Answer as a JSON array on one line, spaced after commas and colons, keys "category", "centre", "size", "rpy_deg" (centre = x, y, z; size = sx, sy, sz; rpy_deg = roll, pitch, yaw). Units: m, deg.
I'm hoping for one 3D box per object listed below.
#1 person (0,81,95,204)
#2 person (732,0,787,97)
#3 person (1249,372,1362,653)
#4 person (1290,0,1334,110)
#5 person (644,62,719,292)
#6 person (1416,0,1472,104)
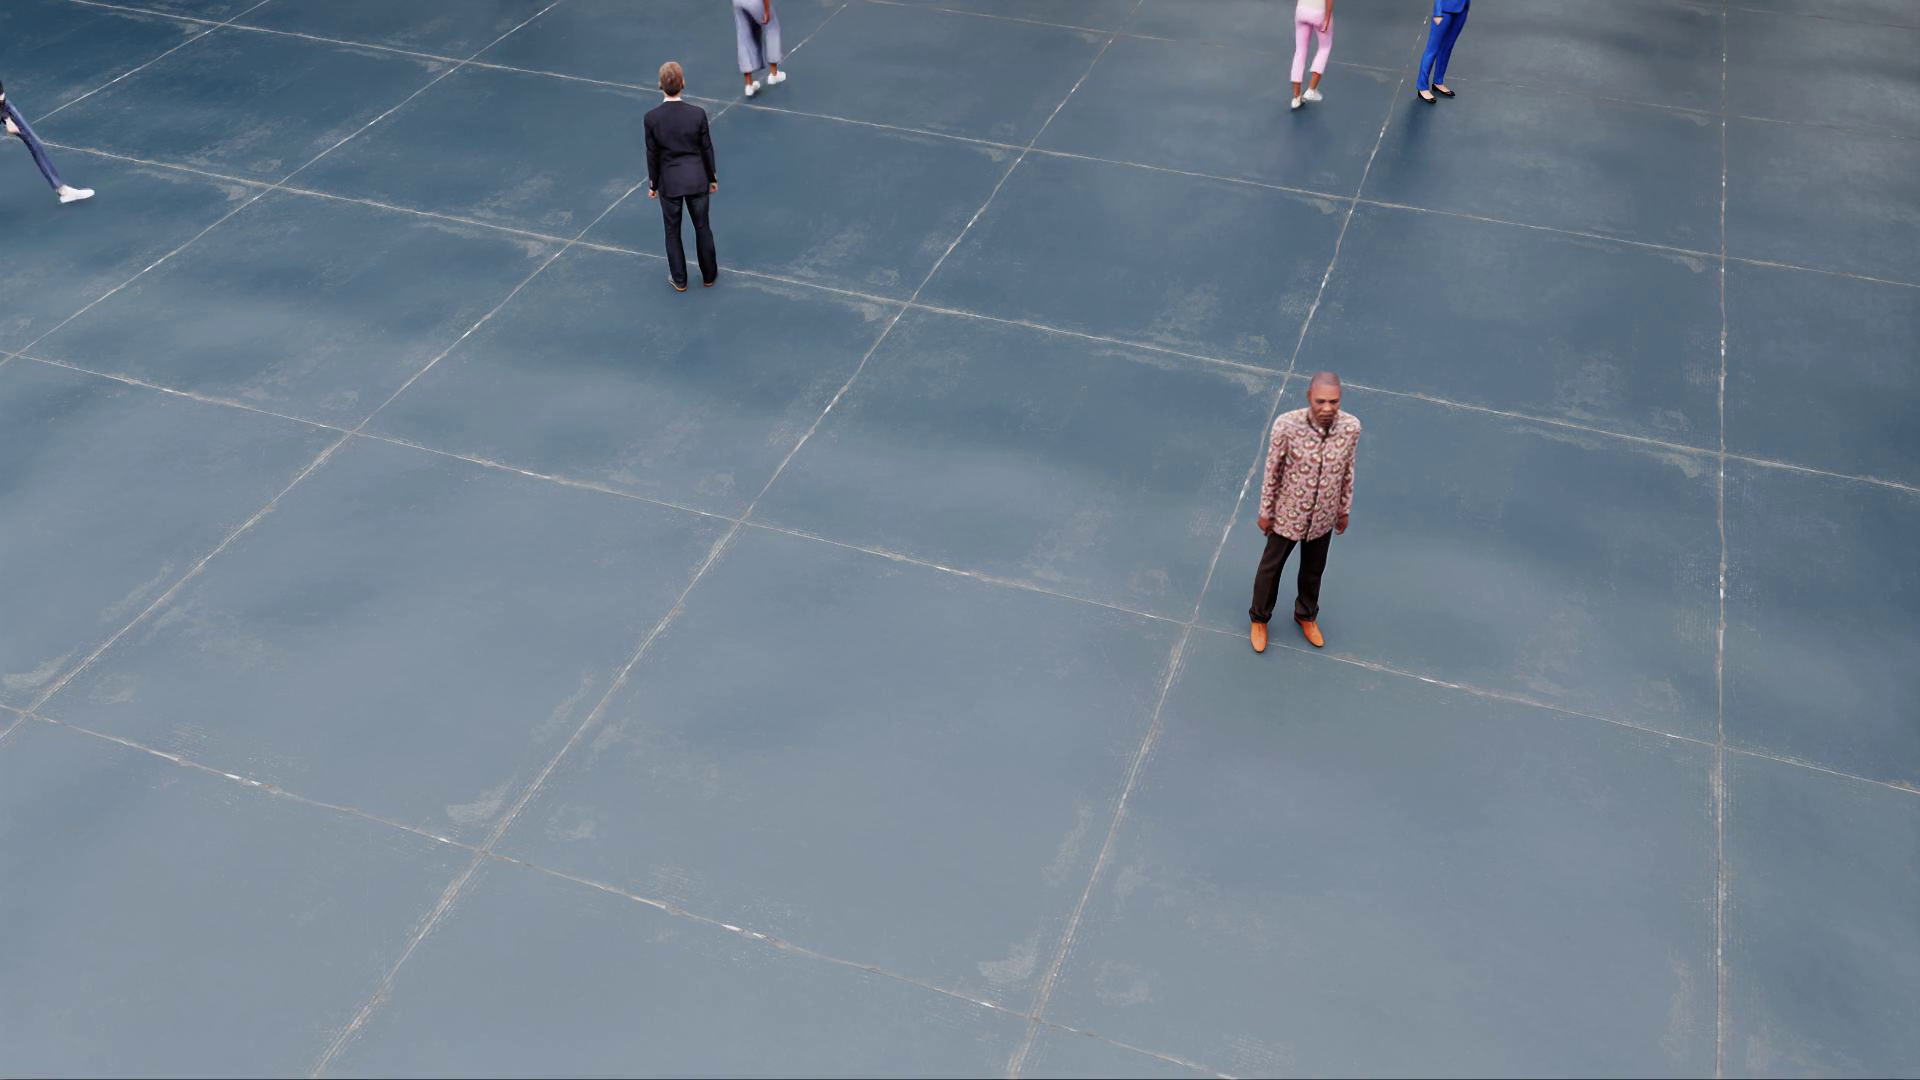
[{"category": "person", "centre": [-8.008, -3.437, 13.639], "size": [1.243, 1.741, 1.154], "rpy_deg": [-18, 42, -22]}, {"category": "person", "centre": [-2.008, -5.022, 15.718], "size": [0.551, 1.676, 0.732], "rpy_deg": [13, 40, 16]}, {"category": "person", "centre": [1.947, -0.177, 9.418], "size": [0.766, 1.808, 0.752], "rpy_deg": [-4, 38, -5]}, {"category": "person", "centre": [3.227, -4.849, 15.454], "size": [0.665, 1.729, 0.722], "rpy_deg": [29, 47, 32]}, {"category": "person", "centre": [-2.132, -2.775, 12.733], "size": [0.777, 1.815, 0.790], "rpy_deg": [-9, 39, -11]}, {"category": "person", "centre": [4.615, -5.004, 15.675], "size": [0.664, 1.700, 0.761], "rpy_deg": [-24, 44, -27]}]
